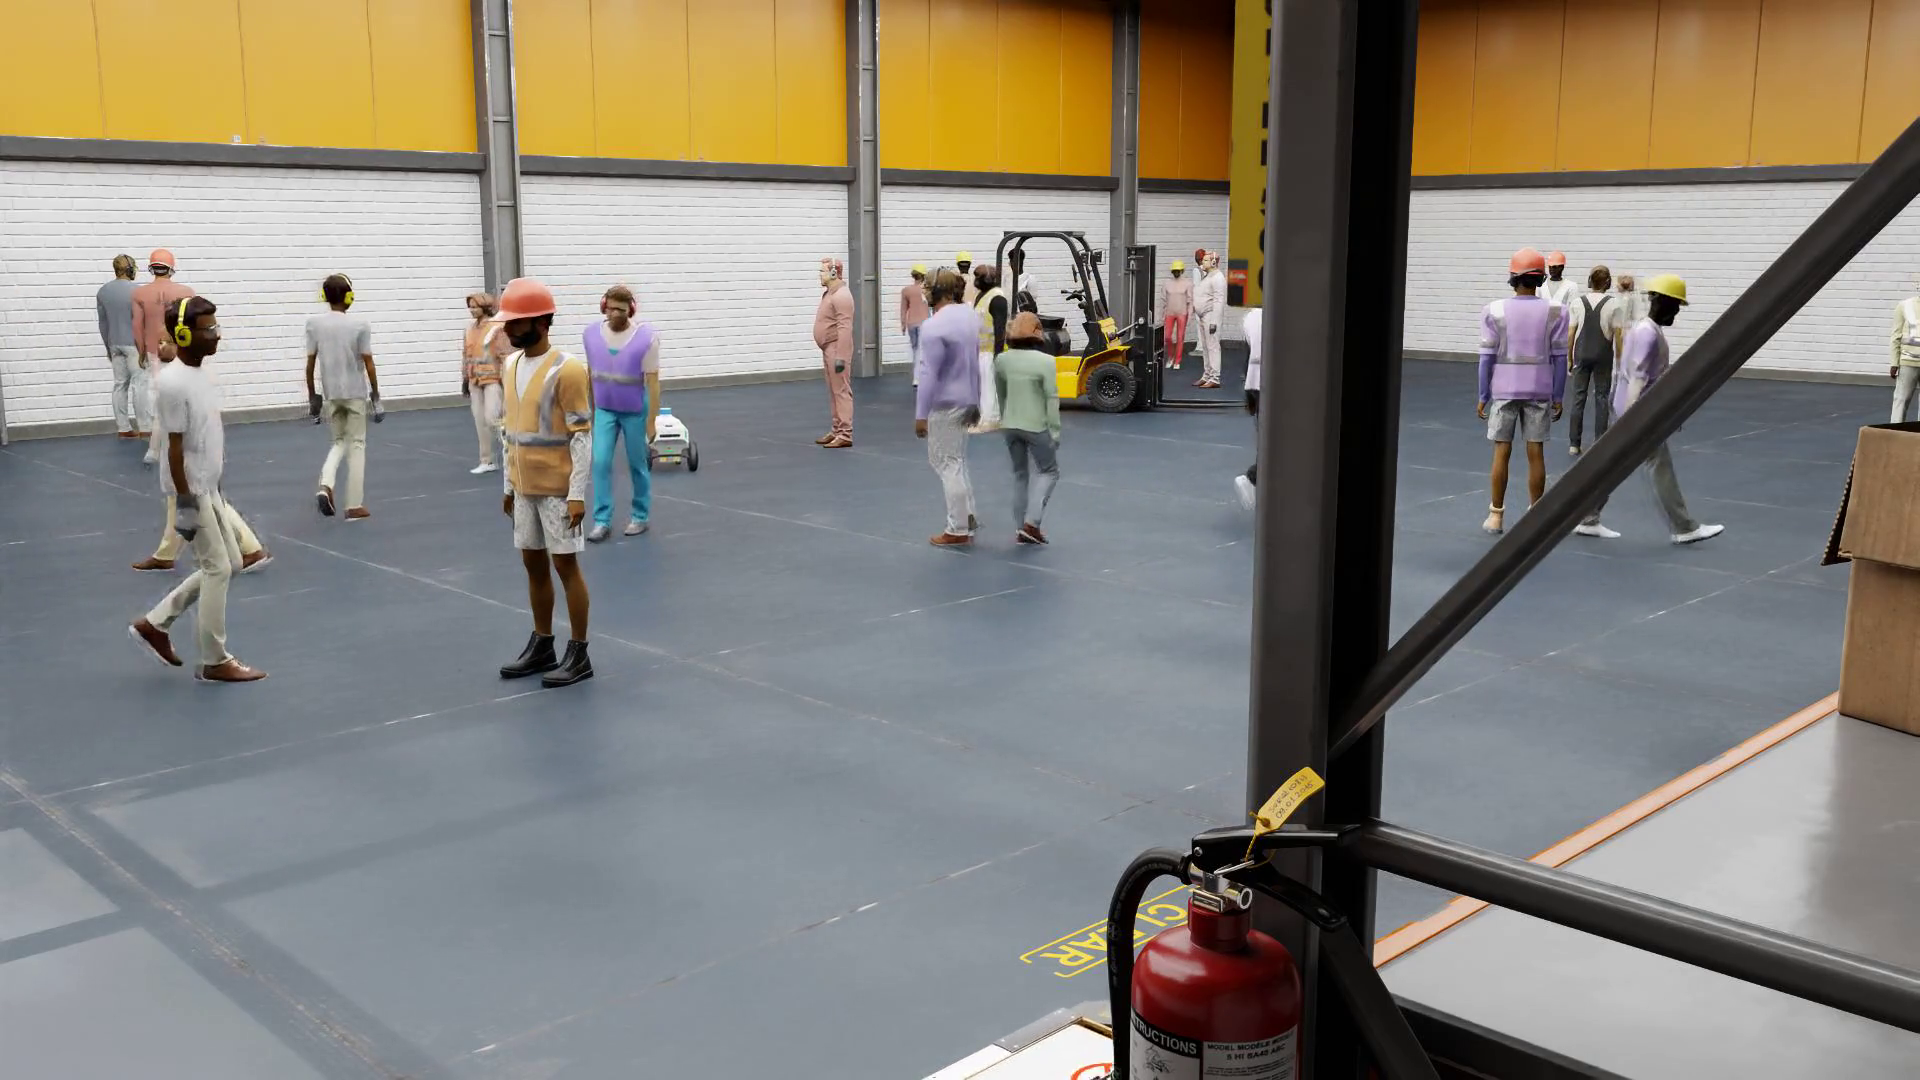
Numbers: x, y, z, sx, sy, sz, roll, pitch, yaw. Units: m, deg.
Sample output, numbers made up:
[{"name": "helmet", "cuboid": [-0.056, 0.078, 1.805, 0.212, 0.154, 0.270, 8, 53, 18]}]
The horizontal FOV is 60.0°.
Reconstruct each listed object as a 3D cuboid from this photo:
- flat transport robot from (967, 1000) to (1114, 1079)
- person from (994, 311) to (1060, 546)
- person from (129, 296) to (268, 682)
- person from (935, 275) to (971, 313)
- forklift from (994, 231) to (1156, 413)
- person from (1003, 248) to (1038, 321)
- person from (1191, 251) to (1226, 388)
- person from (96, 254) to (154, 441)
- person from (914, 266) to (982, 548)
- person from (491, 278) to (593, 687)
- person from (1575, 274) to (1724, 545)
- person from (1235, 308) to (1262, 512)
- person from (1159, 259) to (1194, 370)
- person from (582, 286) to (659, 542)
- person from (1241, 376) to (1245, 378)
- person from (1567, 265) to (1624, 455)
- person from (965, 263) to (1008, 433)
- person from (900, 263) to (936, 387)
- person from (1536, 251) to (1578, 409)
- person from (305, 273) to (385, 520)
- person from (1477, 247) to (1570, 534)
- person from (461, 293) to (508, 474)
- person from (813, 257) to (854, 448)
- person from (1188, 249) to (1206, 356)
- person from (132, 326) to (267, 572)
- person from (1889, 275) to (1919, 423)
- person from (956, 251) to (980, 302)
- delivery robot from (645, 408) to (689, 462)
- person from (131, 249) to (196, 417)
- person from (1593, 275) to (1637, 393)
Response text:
[{"name": "flat transport robot", "cuboid": [0.090, 1.368, 3.514, 0.652, 0.197, 1.431, 10, 14, 43]}, {"name": "person", "cuboid": [0.475, -0.754, 11.394, 0.516, 1.620, 0.368, 7, 12, 33]}, {"name": "person", "cuboid": [-3.653, -0.226, 7.886, 0.526, 1.853, 0.540, -2, 11, -12]}, {"name": "person", "cuboid": [-0.060, -2.182, 19.035, 0.545, 1.686, 0.469, -4, 11, -21]}, {"name": "forklift", "cuboid": [1.222, -2.721, 20.561, 2.313, 2.155, 1.214, 2, 11, 13]}, {"name": "person", "cuboid": [0.784, -2.993, 22.672, 0.603, 1.965, 0.368, 10, 14, 44]}, {"name": "person", "cuboid": [3.482, -3.080, 23.296, 0.407, 1.913, 0.641, -1, 10, -7]}, {"name": "person", "cuboid": [-8.644, -1.996, 17.307, 0.629, 1.940, 0.379, 4, 11, 19]}, {"name": "person", "cuboid": [-0.093, -0.896, 11.341, 0.463, 1.922, 0.652, 5, 12, 25]}, {"name": "person", "cuboid": [-1.992, -0.264, 7.873, 0.551, 1.932, 0.377, 8, 13, 36]}, {"name": "person", "cuboid": [4.803, -0.901, 11.551, 0.959, 1.857, 0.589, 3, 11, 16]}, {"name": "person", "cuboid": [2.352, -1.116, 12.583, 0.634, 1.902, 0.615, -7, 12, -32]}, {"name": "person", "cuboid": [3.426, -3.570, 26.377, 0.551, 1.747, 0.481, 3, 11, 15]}, {"name": "person", "cuboid": [-2.369, -0.874, 11.608, 0.603, 1.780, 0.810, 2, 11, 9]}, {"name": "person", "cuboid": [4.730, -3.307, 24.670, 0.969, 1.870, 0.642, 0, 10, 2]}, {"name": "person", "cuboid": [6.131, -1.726, 16.086, 0.511, 1.844, 0.328, 7, 13, 34]}, {"name": "person", "cuboid": [0.276, -2.070, 18.040, 0.452, 1.850, 0.631, -4, 11, -21]}, {"name": "person", "cuboid": [-0.546, -3.057, 23.679, 0.542, 1.728, 0.896, 4, 11, 21]}, {"name": "person", "cuboid": [7.301, -2.583, 20.509, 0.543, 1.939, 0.360, 6, 12, 30]}, {"name": "person", "cuboid": [-4.578, -1.052, 12.389, 0.517, 1.856, 0.461, 1, 10, 7]}, {"name": "person", "cuboid": [4.003, -1.054, 11.872, 0.608, 2.048, 0.364, 2, 11, 13]}, {"name": "person", "cuboid": [-4.246, -1.396, 14.886, 0.531, 1.626, 0.365, 7, 12, 32]}, {"name": "person", "cuboid": [-1.276, -1.883, 16.775, 0.401, 1.910, 0.642, -3, 11, -13]}, {"name": "person", "cuboid": [4.292, -4.213, 29.548, 0.359, 1.883, 0.573, 9, 14, 41]}, {"name": "person", "cuboid": [-4.822, -0.570, 10.486, 0.863, 1.592, 0.513, -1, 10, -5]}, {"name": "person", "cuboid": [9.377, -1.741, 16.206, 0.586, 1.833, 0.403, 2, 11, 10]}, {"name": "person", "cuboid": [0.063, -2.911, 22.347, 0.585, 1.921, 0.373, -1, 10, -6]}, {"name": "delivery robot", "cuboid": [-2.685, -0.964, 15.198, 0.477, 0.478, 0.707, -3, 11, -15]}, {"name": "person", "cuboid": [-7.950, -1.917, 16.718, 0.613, 1.995, 0.391, -3, 11, -17]}, {"name": "person", "cuboid": [8.991, -2.745, 22.314, 0.772, 1.610, 0.514, 4, 11, 22]}]
